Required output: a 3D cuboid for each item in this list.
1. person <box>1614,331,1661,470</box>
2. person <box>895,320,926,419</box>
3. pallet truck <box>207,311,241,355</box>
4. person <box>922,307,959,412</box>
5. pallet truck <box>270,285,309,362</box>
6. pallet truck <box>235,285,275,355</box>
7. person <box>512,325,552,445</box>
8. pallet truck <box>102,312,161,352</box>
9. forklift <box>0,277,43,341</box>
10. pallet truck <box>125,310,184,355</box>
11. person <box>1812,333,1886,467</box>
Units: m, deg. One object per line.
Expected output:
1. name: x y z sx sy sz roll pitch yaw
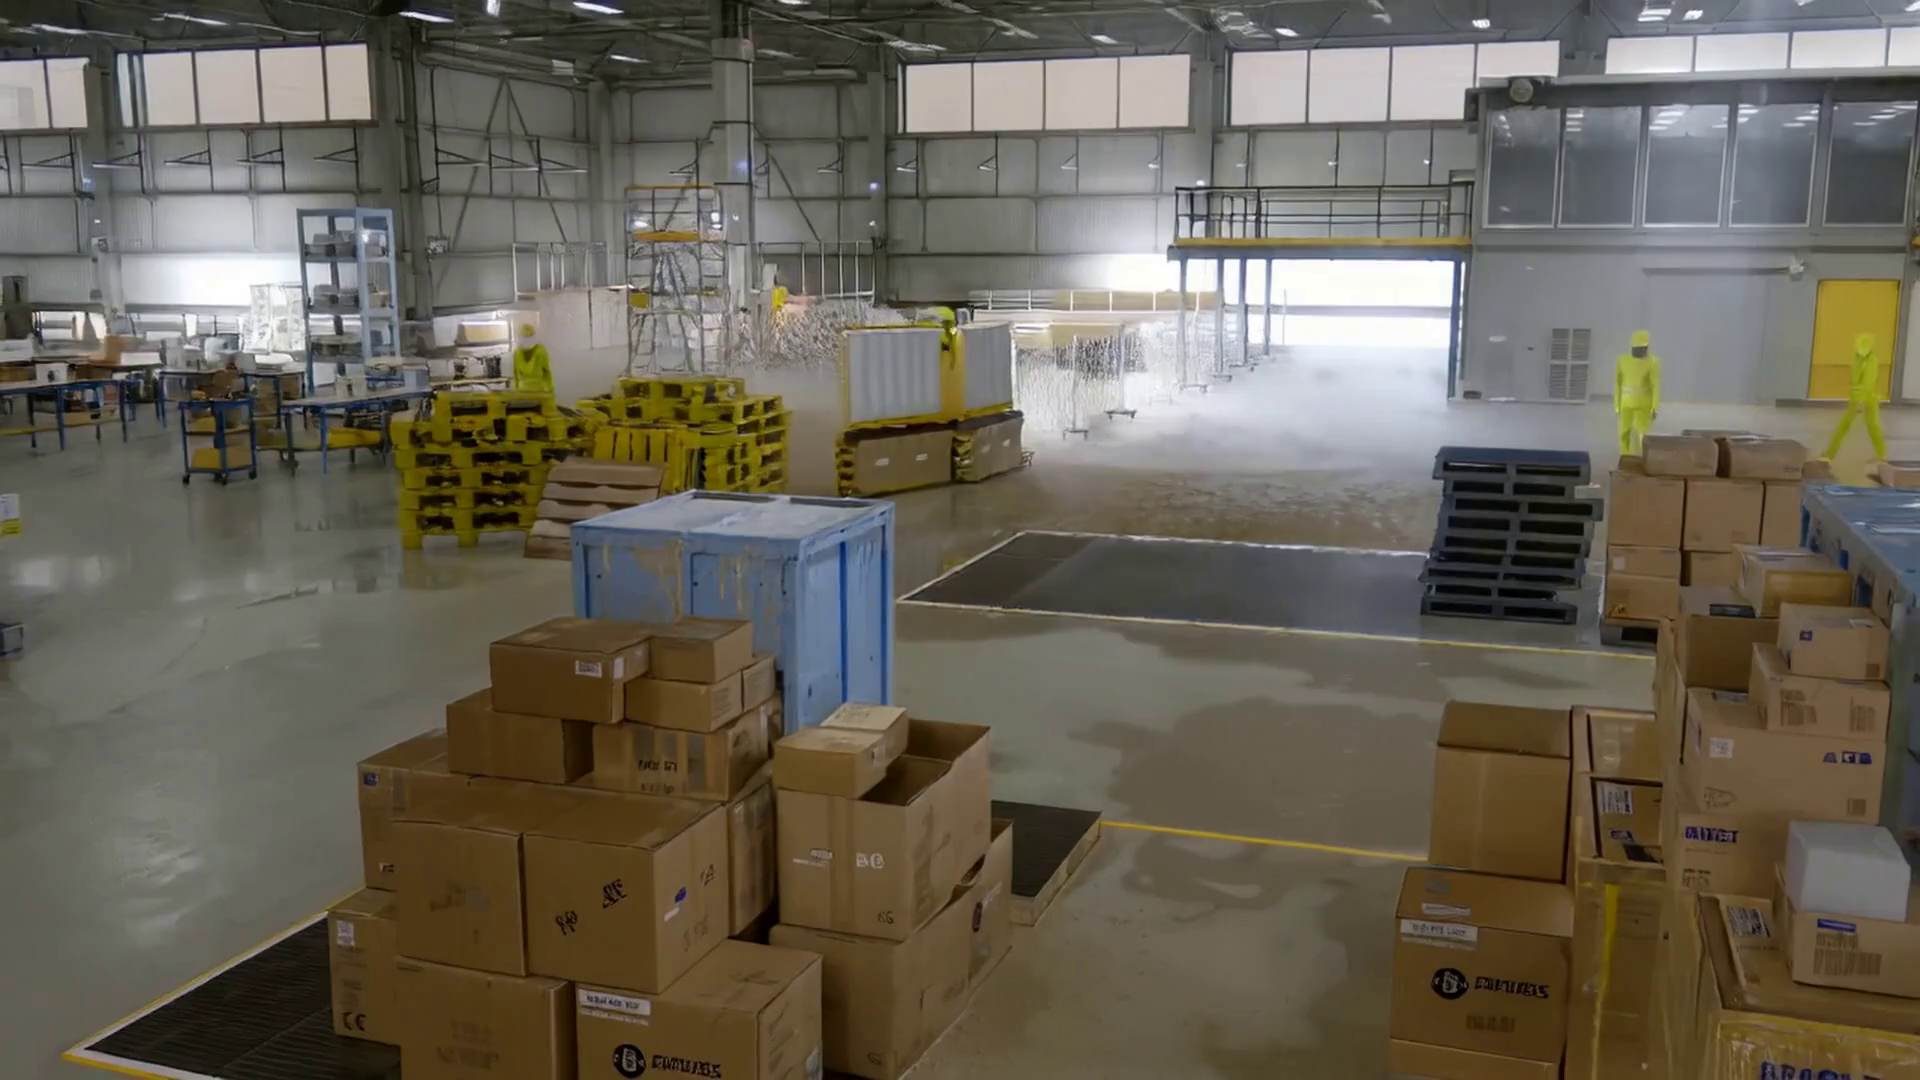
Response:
1. person: 8.754 -1.742 21.546 0.551 1.933 0.376 7 13 36
2. person: -0.865 -2.998 29.227 0.503 1.726 0.569 4 11 23
3. pallet truck: -19.537 -5.575 44.913 0.653 1.274 1.630 3 11 19
4. person: -0.338 -3.276 30.235 1.011 1.919 0.588 -7 12 -34
5. pallet truck: -17.147 -5.700 43.663 0.823 1.965 1.885 3 11 17
6. pallet truck: -18.327 -5.835 44.421 0.823 1.965 1.885 4 11 23
7. person: -6.267 -2.211 24.376 0.552 1.879 1.011 2 10 10
8. pallet truck: -23.057 -5.777 46.261 0.680 1.201 1.601 3 11 19
9. forklift: -27.151 -6.329 46.328 1.157 1.987 2.680 3 11 17
10. pallet truck: -22.038 -5.665 45.457 0.704 1.261 1.522 3 11 17
11. person: 12.303 -1.908 22.772 0.972 1.829 0.603 1 10 3
